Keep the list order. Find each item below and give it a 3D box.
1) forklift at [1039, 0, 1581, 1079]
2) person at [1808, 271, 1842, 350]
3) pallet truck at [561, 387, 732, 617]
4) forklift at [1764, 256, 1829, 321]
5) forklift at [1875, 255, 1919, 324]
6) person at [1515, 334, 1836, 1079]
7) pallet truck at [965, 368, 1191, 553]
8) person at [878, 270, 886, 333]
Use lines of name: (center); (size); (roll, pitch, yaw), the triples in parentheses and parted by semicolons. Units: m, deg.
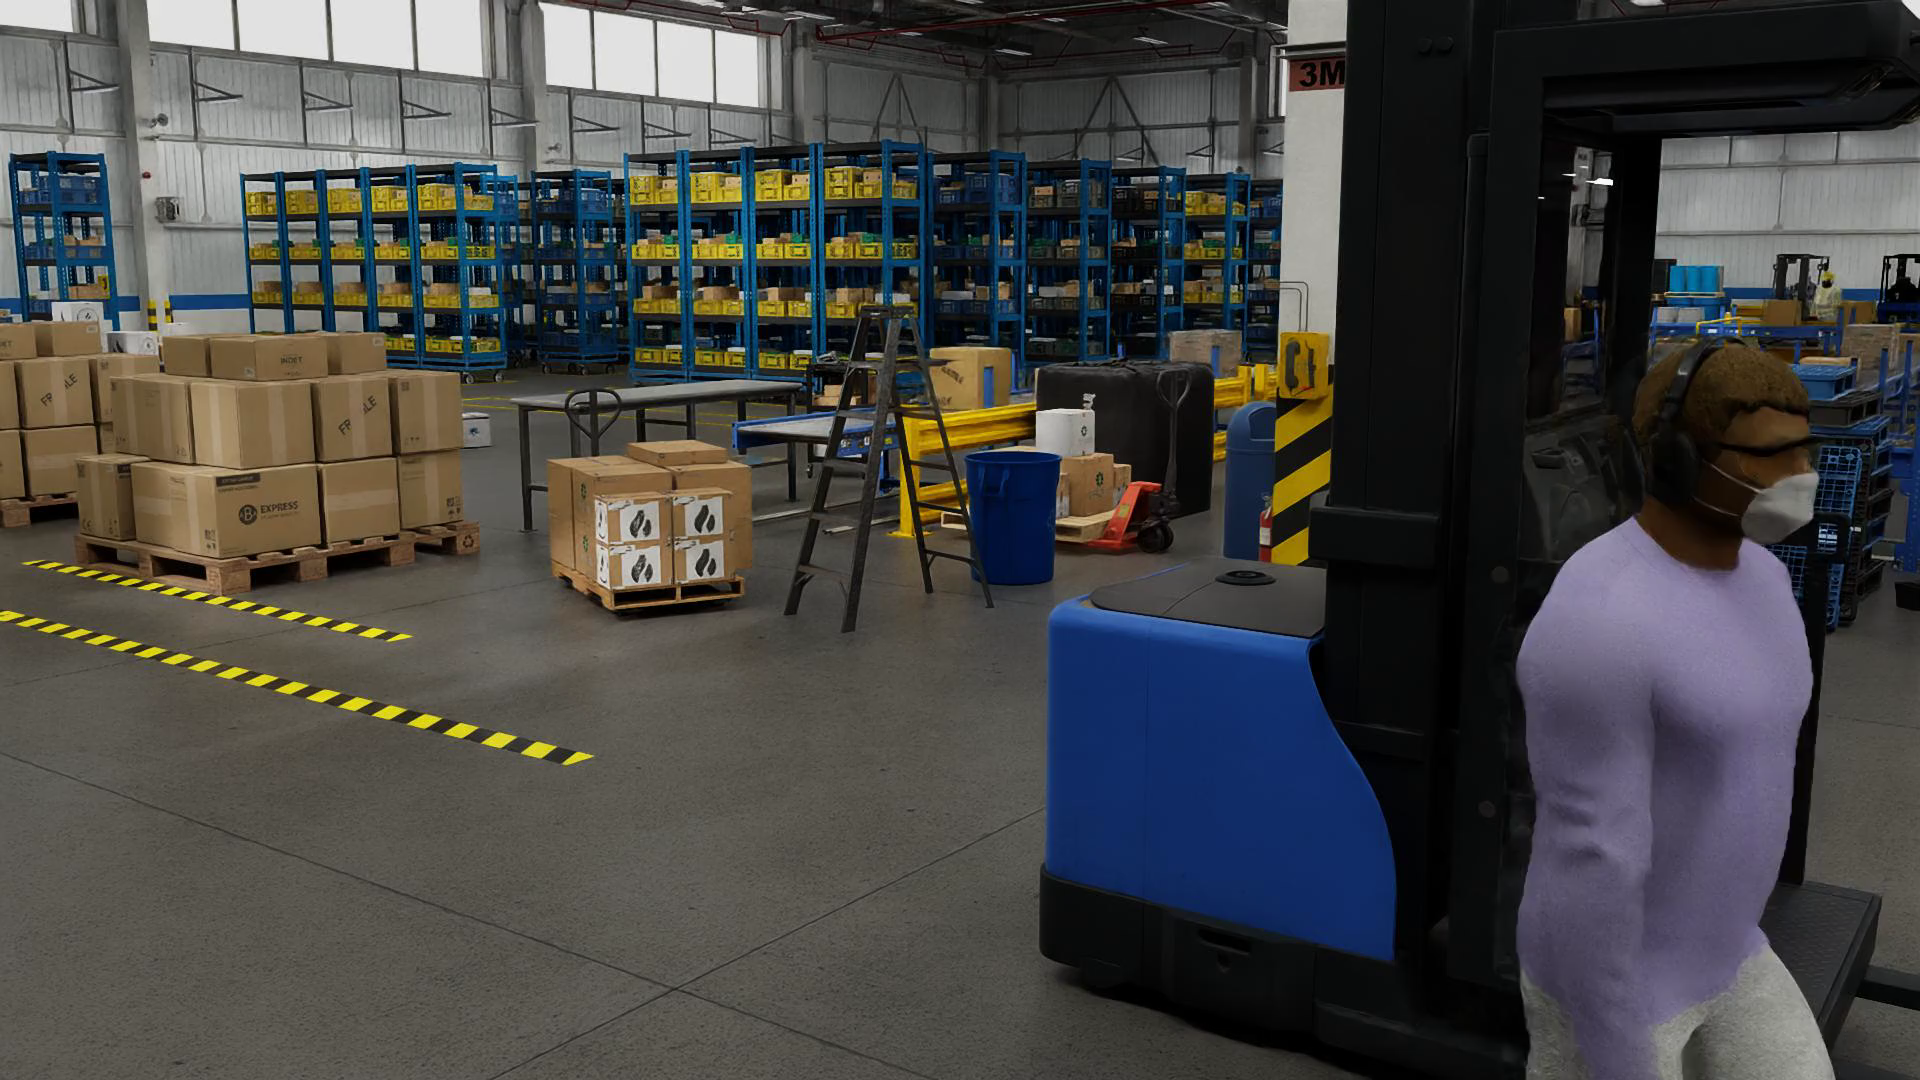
forklift: (1.249, -0.137, 4.360); (1.873, 2.768, 1.129); (7, 12, 35)
person: (18.091, -4.717, 34.855); (0.911, 1.789, 0.593); (-4, 10, -21)
pallet truck: (-1.981, -0.274, 10.088); (0.680, 1.201, 1.601); (-5, 11, -28)
forklift: (20.253, -5.854, 40.139); (1.157, 1.987, 2.680); (7, 12, 35)
forklift: (22.089, -5.634, 38.796); (1.157, 1.987, 2.680); (6, 11, 33)
person: (1.071, 0.674, 2.386); (0.646, 1.913, 0.674); (-7, 12, -37)
pallet truck: (0.845, -0.609, 11.869); (1.630, 1.274, 0.653); (7, 12, 35)
person: (-1.560, -4.770, 35.083); (0.584, 1.827, 0.450); (9, 13, 43)
